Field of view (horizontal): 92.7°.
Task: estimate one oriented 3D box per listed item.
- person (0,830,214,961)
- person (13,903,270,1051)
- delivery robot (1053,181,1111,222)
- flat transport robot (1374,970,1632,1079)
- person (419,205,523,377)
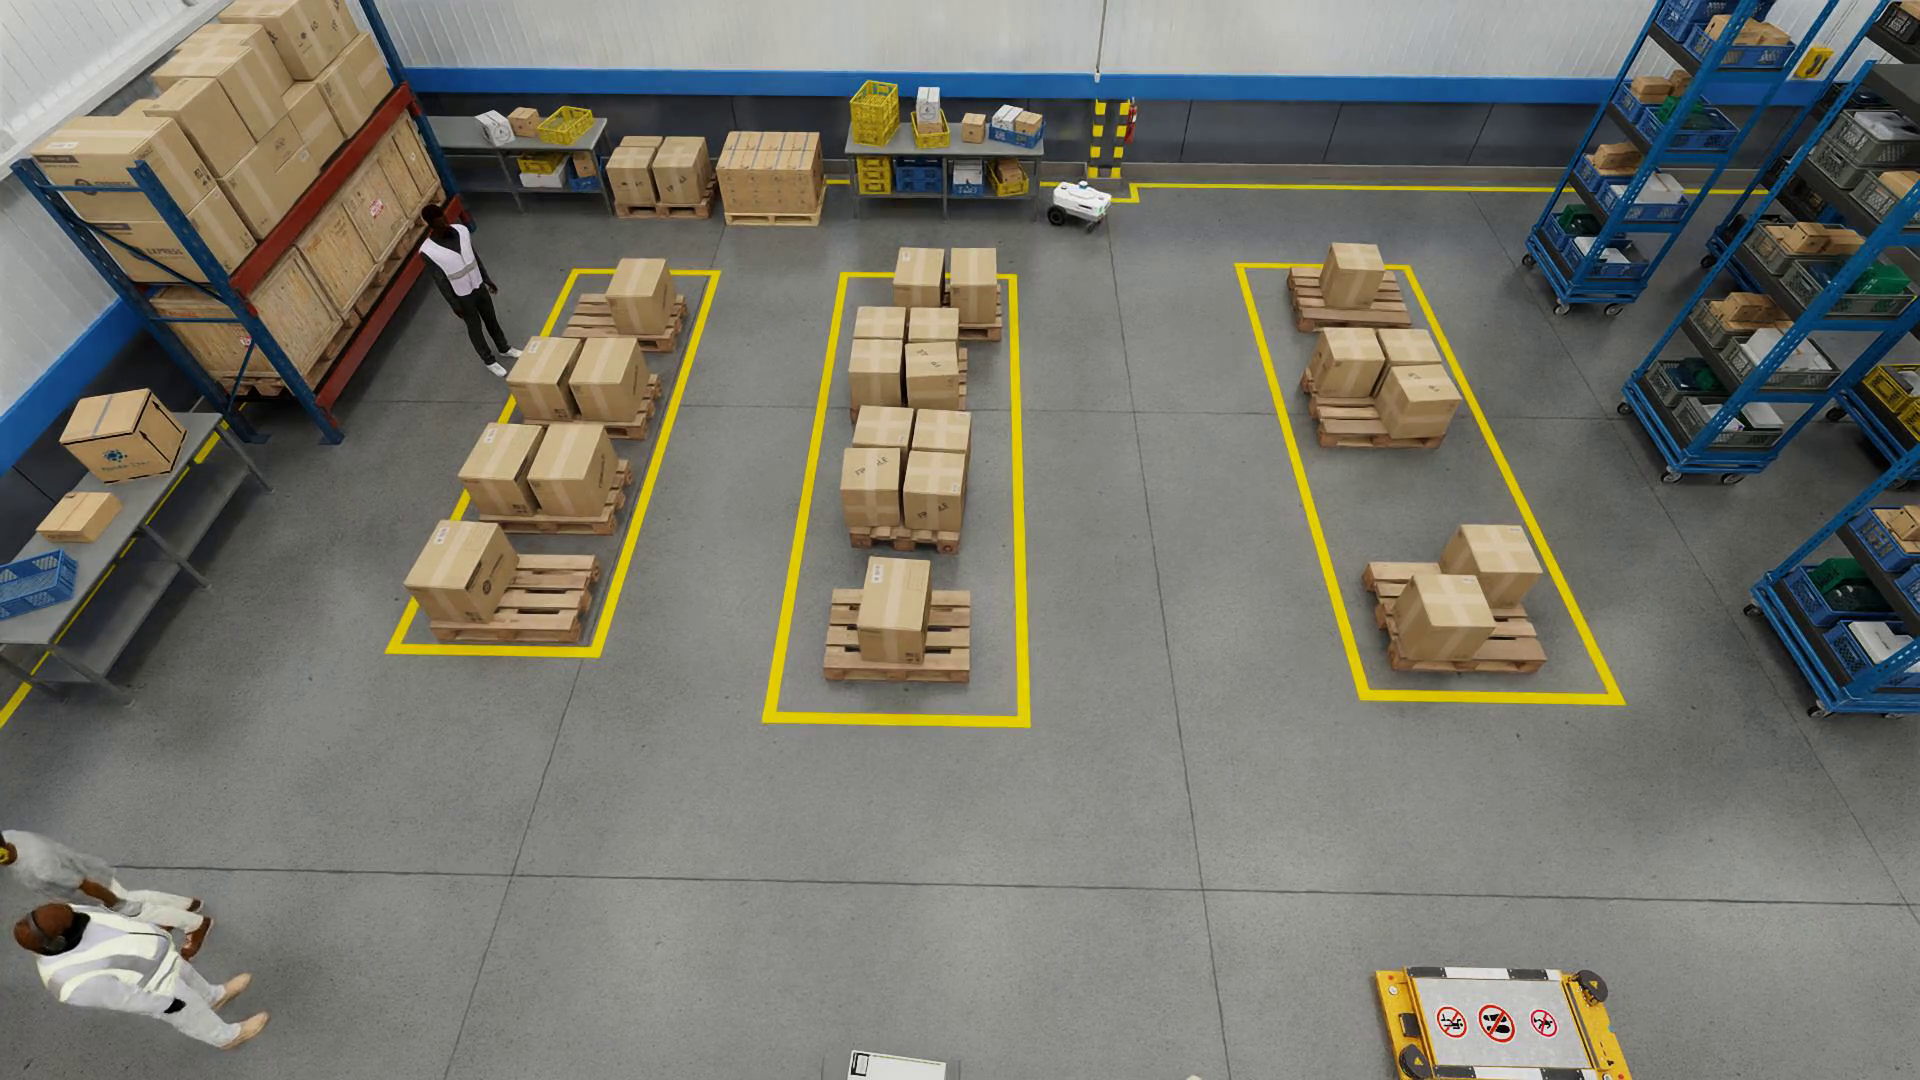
[{"bbox_3d":[-5.374,2.170,5.688,0.525,1.853,0.349,23,54,18],"label":"person"},{"bbox_3d":[-4.788,2.542,5.399,0.430,1.835,0.620,-35,59,-25],"label":"person"},{"bbox_3d":[1.566,-4.371,11.791,0.707,0.478,0.477,22,54,17],"label":"delivery robot"},{"bbox_3d":[3.501,3.133,5.914,1.431,0.197,0.652,1,51,1],"label":"flat transport robot"},{"bbox_3d":[-5.115,-2.603,9.536,0.392,1.919,0.593,16,53,13],"label":"person"}]
